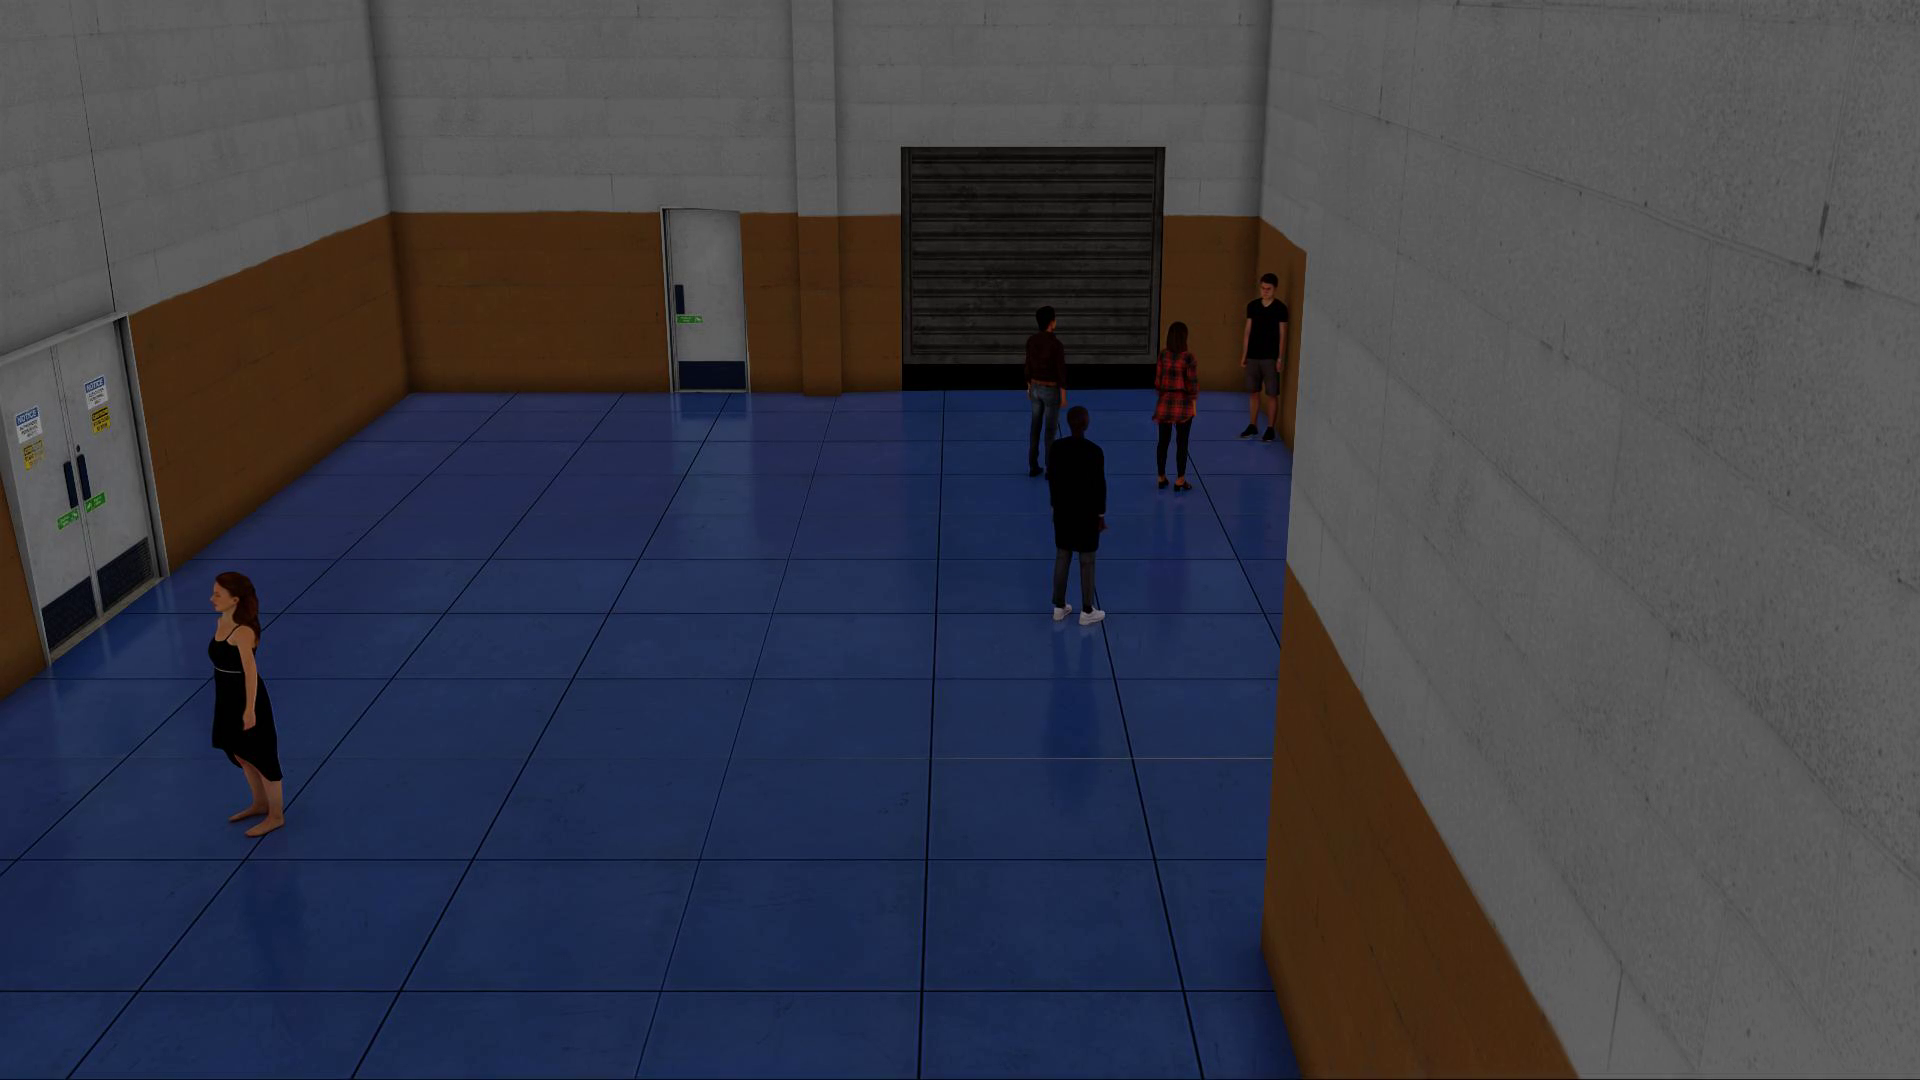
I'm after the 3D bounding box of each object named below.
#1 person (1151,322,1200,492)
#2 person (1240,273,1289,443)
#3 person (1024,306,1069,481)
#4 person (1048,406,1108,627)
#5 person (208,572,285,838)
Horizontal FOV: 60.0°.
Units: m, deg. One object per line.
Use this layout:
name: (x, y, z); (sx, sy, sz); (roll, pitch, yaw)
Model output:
person: (2.146, -1.337, 16.588); (0.677, 1.703, 0.768); (13, 23, 34)
person: (3.386, -2.042, 18.427); (0.728, 1.862, 0.818); (13, 23, 34)
person: (0.864, -1.503, 16.953); (0.680, 1.782, 0.776); (14, 23, 35)
person: (0.912, -0.201, 13.128); (0.681, 1.761, 0.791); (12, 22, 31)
person: (-4.251, 0.960, 9.897); (0.743, 1.625, 0.688); (-16, 24, -39)
